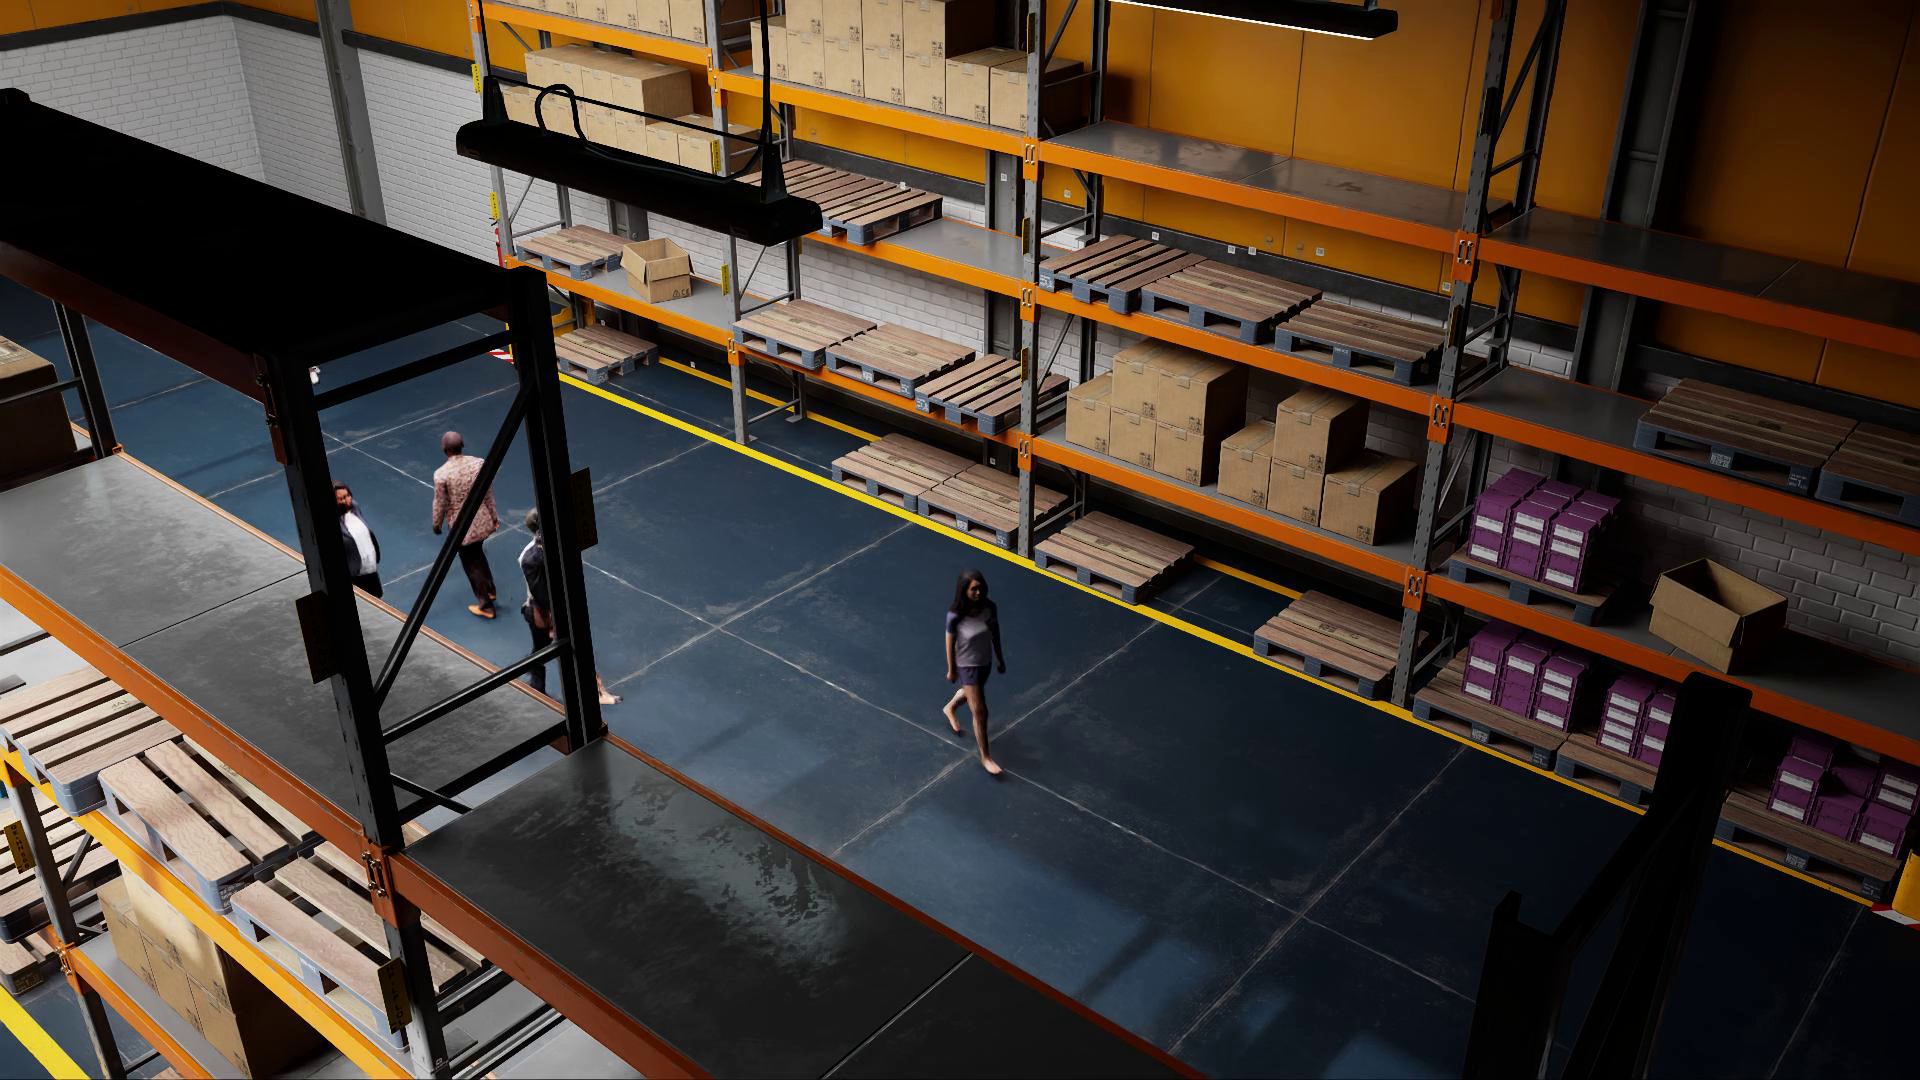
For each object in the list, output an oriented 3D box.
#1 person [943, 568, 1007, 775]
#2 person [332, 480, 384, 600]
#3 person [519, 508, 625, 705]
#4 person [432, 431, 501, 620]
[{"bbox_3d":[0.068,0.936,13.080,0.763,1.668,1.155,-21,35,-33],"label":"person"},{"bbox_3d":[-5.361,0.205,14.508,0.900,1.584,0.811,10,30,18],"label":"person"},{"bbox_3d":[-3.413,0.585,13.522,1.113,1.860,0.886,12,31,20],"label":"person"},{"bbox_3d":[-4.335,-0.095,14.843,0.708,1.790,0.687,20,34,32],"label":"person"}]
